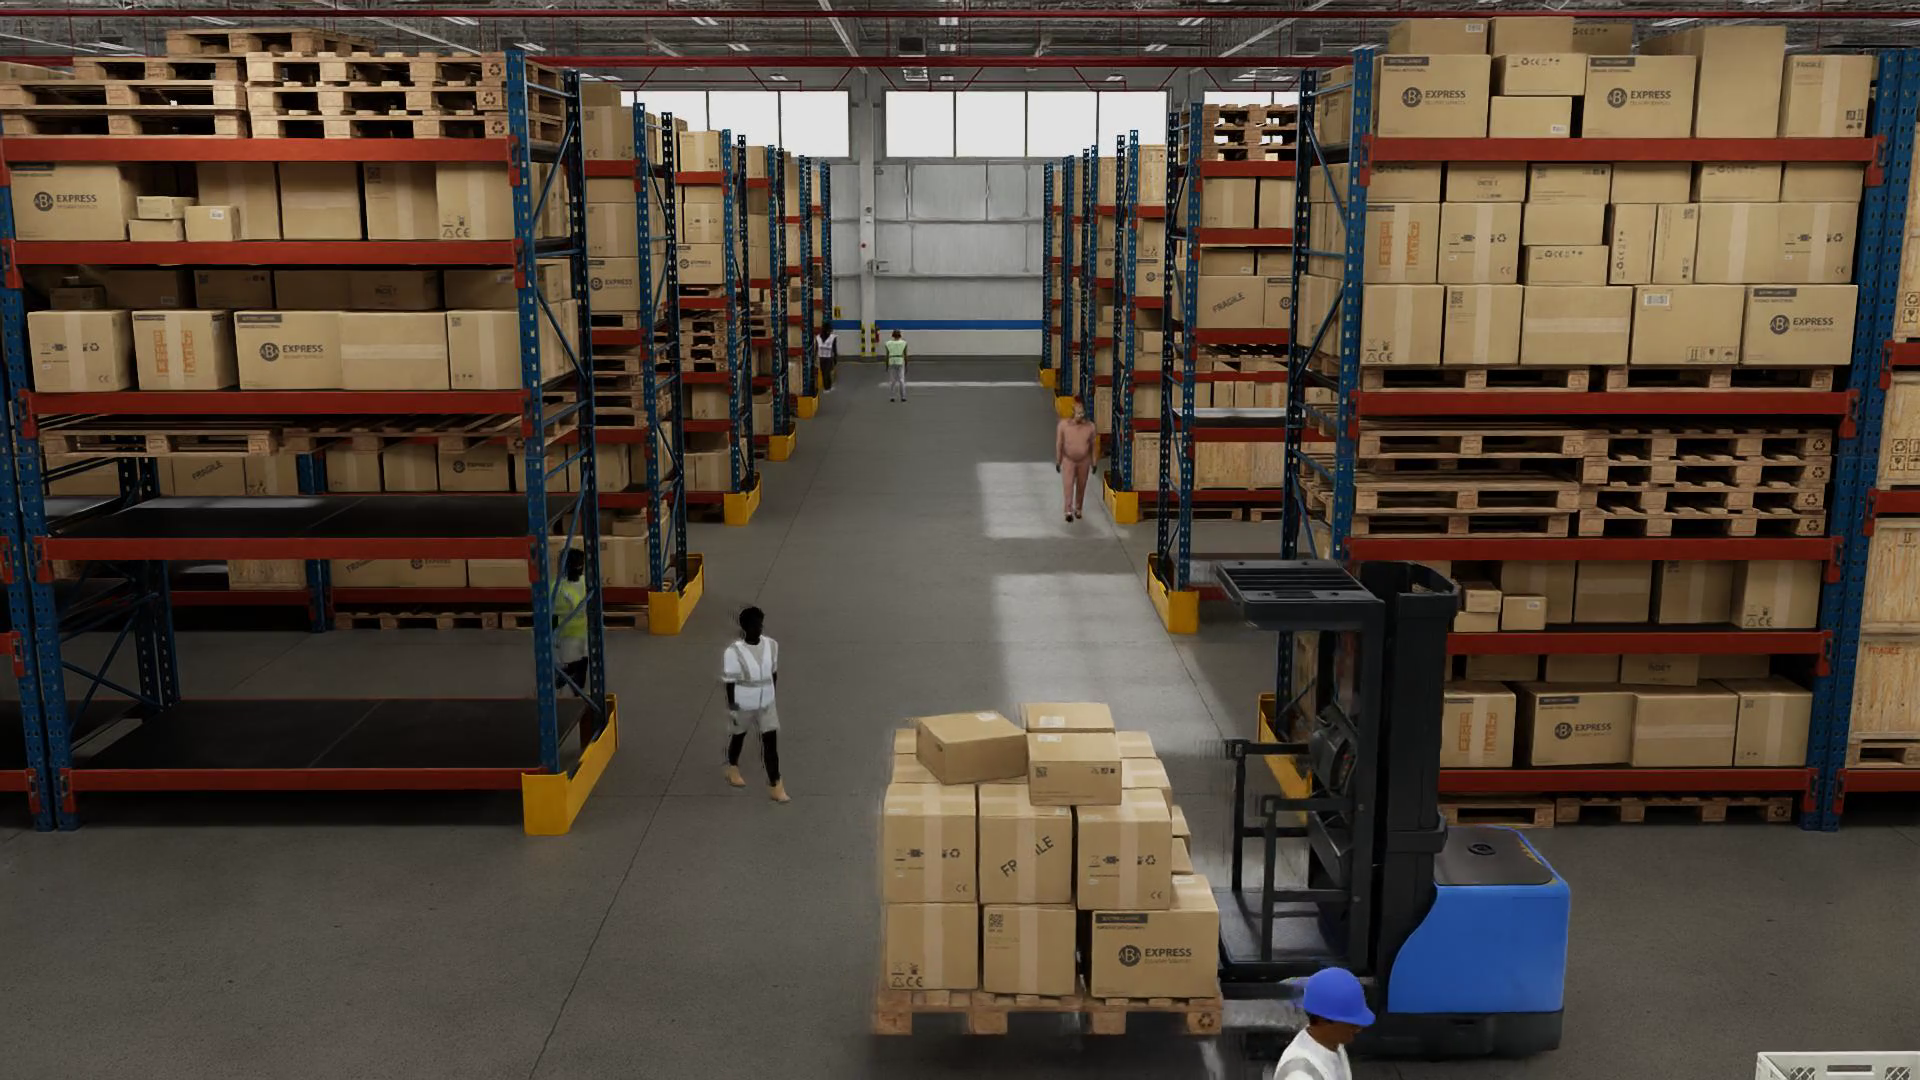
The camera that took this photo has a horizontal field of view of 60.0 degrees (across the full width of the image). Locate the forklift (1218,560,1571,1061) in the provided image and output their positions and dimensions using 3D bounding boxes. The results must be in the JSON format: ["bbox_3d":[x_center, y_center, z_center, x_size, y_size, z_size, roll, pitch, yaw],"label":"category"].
[{"bbox_3d":[2.604,1.565,9.941,1.873,2.768,1.129,0,11,-1],"label":"forklift"}]

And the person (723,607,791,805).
[{"bbox_3d":[-1.752,1.362,14.018,0.542,1.649,0.889,-8,14,-34],"label":"person"}]

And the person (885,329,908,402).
[{"bbox_3d":[-1.610,-4.427,42.213,0.564,1.847,0.396,0,11,2],"label":"person"}]

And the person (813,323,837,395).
[{"bbox_3d":[-3.589,-4.780,43.863,0.599,1.887,0.803,4,12,18],"label":"person"}]

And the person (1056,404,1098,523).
[{"bbox_3d":[1.857,-1.208,26.250,0.657,1.848,1.005,0,11,-2],"label":"person"}]

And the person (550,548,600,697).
[{"bbox_3d":[-3.758,0.899,16.207,0.389,1.689,0.537,7,13,30],"label":"person"}]

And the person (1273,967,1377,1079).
[{"bbox_3d":[1.543,2.675,6.835,0.867,1.911,0.605,6,13,29],"label":"person"}]
